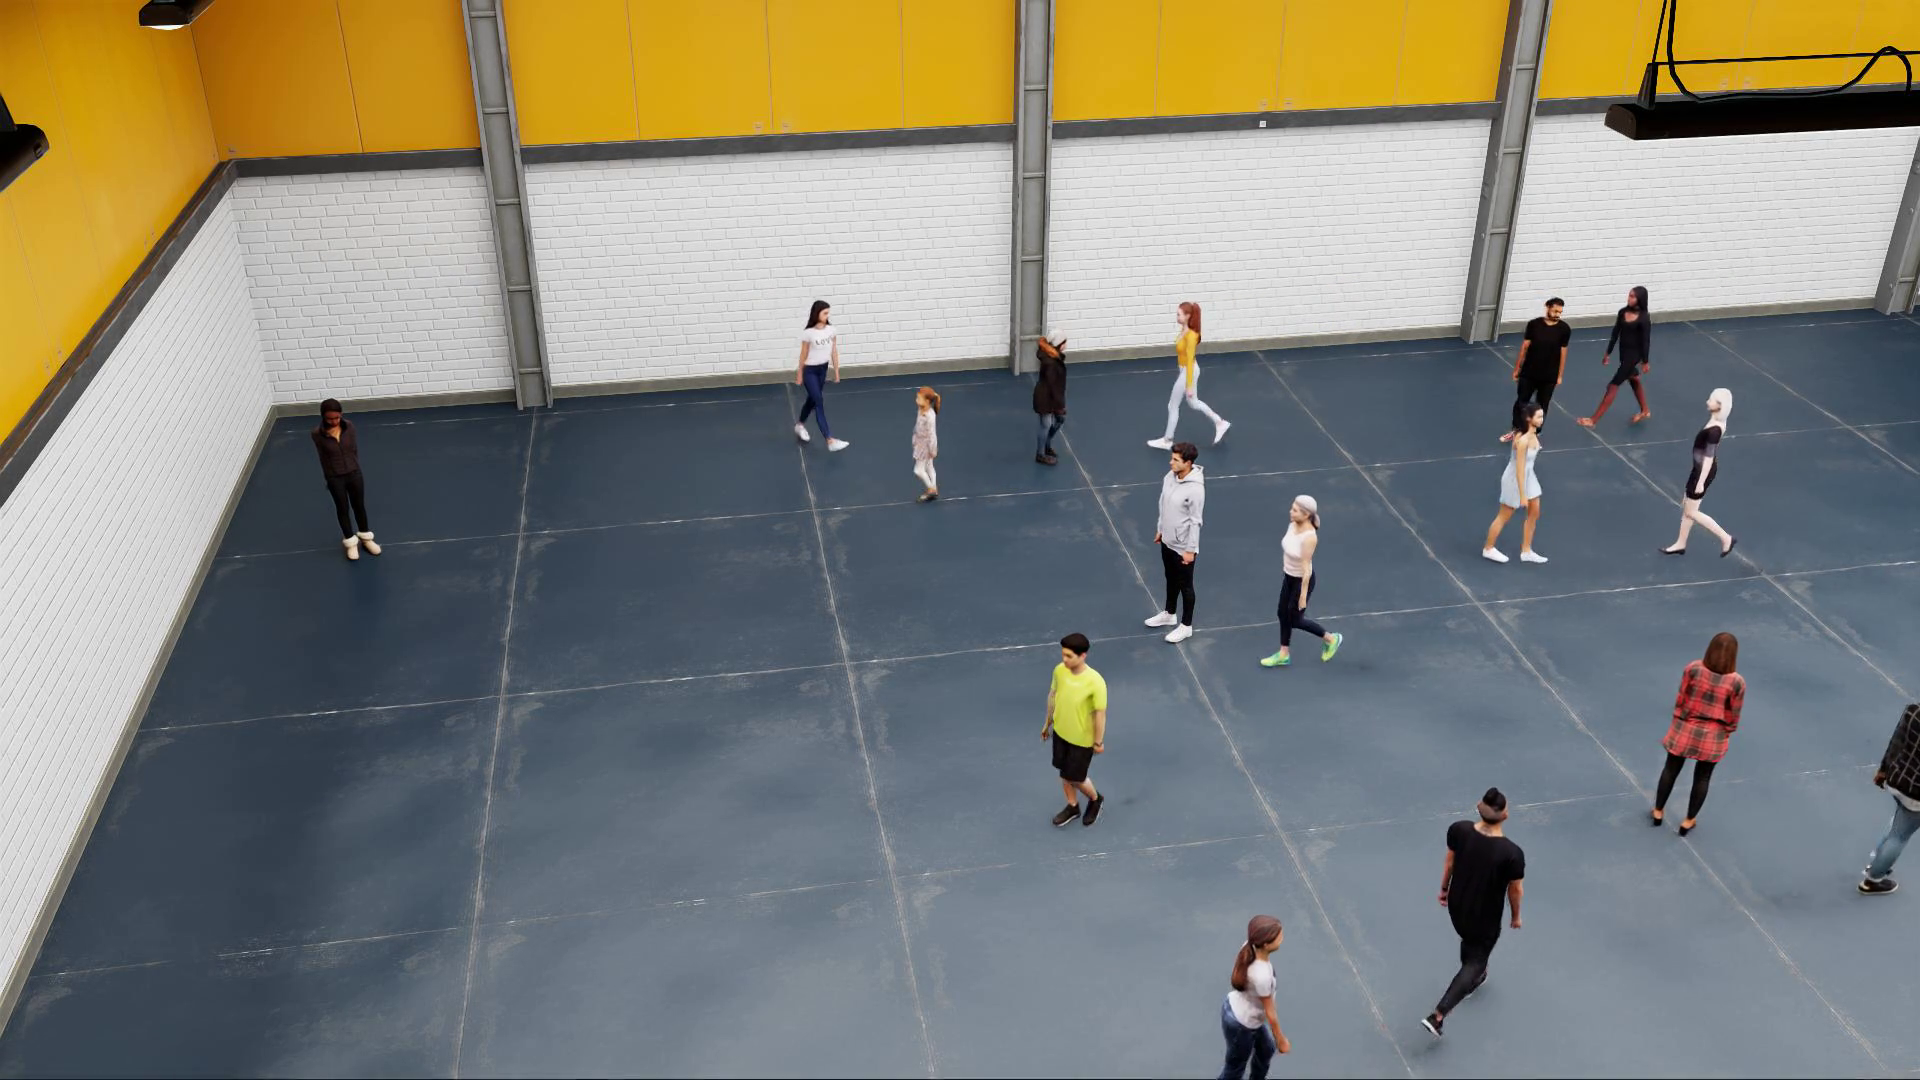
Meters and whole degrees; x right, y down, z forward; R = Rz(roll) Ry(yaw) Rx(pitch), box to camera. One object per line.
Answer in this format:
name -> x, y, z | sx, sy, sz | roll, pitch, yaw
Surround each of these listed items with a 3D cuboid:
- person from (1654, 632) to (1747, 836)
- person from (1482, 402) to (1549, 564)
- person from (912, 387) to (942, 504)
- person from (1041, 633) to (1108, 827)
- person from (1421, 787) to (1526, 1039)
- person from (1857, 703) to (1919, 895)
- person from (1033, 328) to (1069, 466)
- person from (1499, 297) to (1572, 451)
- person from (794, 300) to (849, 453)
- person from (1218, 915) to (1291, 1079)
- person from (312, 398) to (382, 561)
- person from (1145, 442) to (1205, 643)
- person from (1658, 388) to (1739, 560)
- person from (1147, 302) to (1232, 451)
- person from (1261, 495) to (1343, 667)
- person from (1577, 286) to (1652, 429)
person -> 5.517, 1.444, 12.436 | 0.710, 1.697, 0.773 | 18, 33, 29
person -> 5.312, -0.561, 16.095 | 0.951, 1.712, 0.879 | 16, 33, 27
person -> -0.284, -0.998, 17.328 | 0.538, 1.299, 0.544 | -7, 29, -13
person -> 0.915, 1.401, 12.517 | 0.833, 1.694, 0.781 | -24, 37, -37
person -> 3.264, 2.367, 10.601 | 1.240, 1.834, 1.039 | -21, 35, -34
person -> 6.630, 1.770, 11.721 | 0.651, 1.810, 0.719 | -7, 29, -12
person -> 0.895, -1.557, 18.019 | 0.772, 1.618, 0.749 | 6, 29, 11
person -> 6.410, -1.882, 18.473 | 0.742, 1.754, 0.860 | 15, 32, 25
person -> -1.679, -1.849, 18.432 | 1.139, 1.736, 1.102 | -23, 36, -35
person -> 1.642, 2.886, 9.961 | 0.796, 1.536, 0.627 | 1, 29, 1
person -> -6.042, -0.636, 16.289 | 0.678, 1.659, 0.741 | 3, 29, 5
person -> 1.973, -0.008, 14.856 | 0.707, 1.929, 0.756 | -15, 32, -26
person -> 7.258, -0.591, 16.043 | 1.014, 1.816, 0.898 | 14, 31, 24
person -> 2.610, -1.789, 18.342 | 1.202, 1.716, 0.767 | -2, 29, -3
person -> 3.014, 0.379, 14.402 | 0.901, 1.685, 0.610 | -3, 29, -6
person -> 7.660, -2.049, 18.873 | 1.252, 1.664, 0.693 | -8, 30, -15
